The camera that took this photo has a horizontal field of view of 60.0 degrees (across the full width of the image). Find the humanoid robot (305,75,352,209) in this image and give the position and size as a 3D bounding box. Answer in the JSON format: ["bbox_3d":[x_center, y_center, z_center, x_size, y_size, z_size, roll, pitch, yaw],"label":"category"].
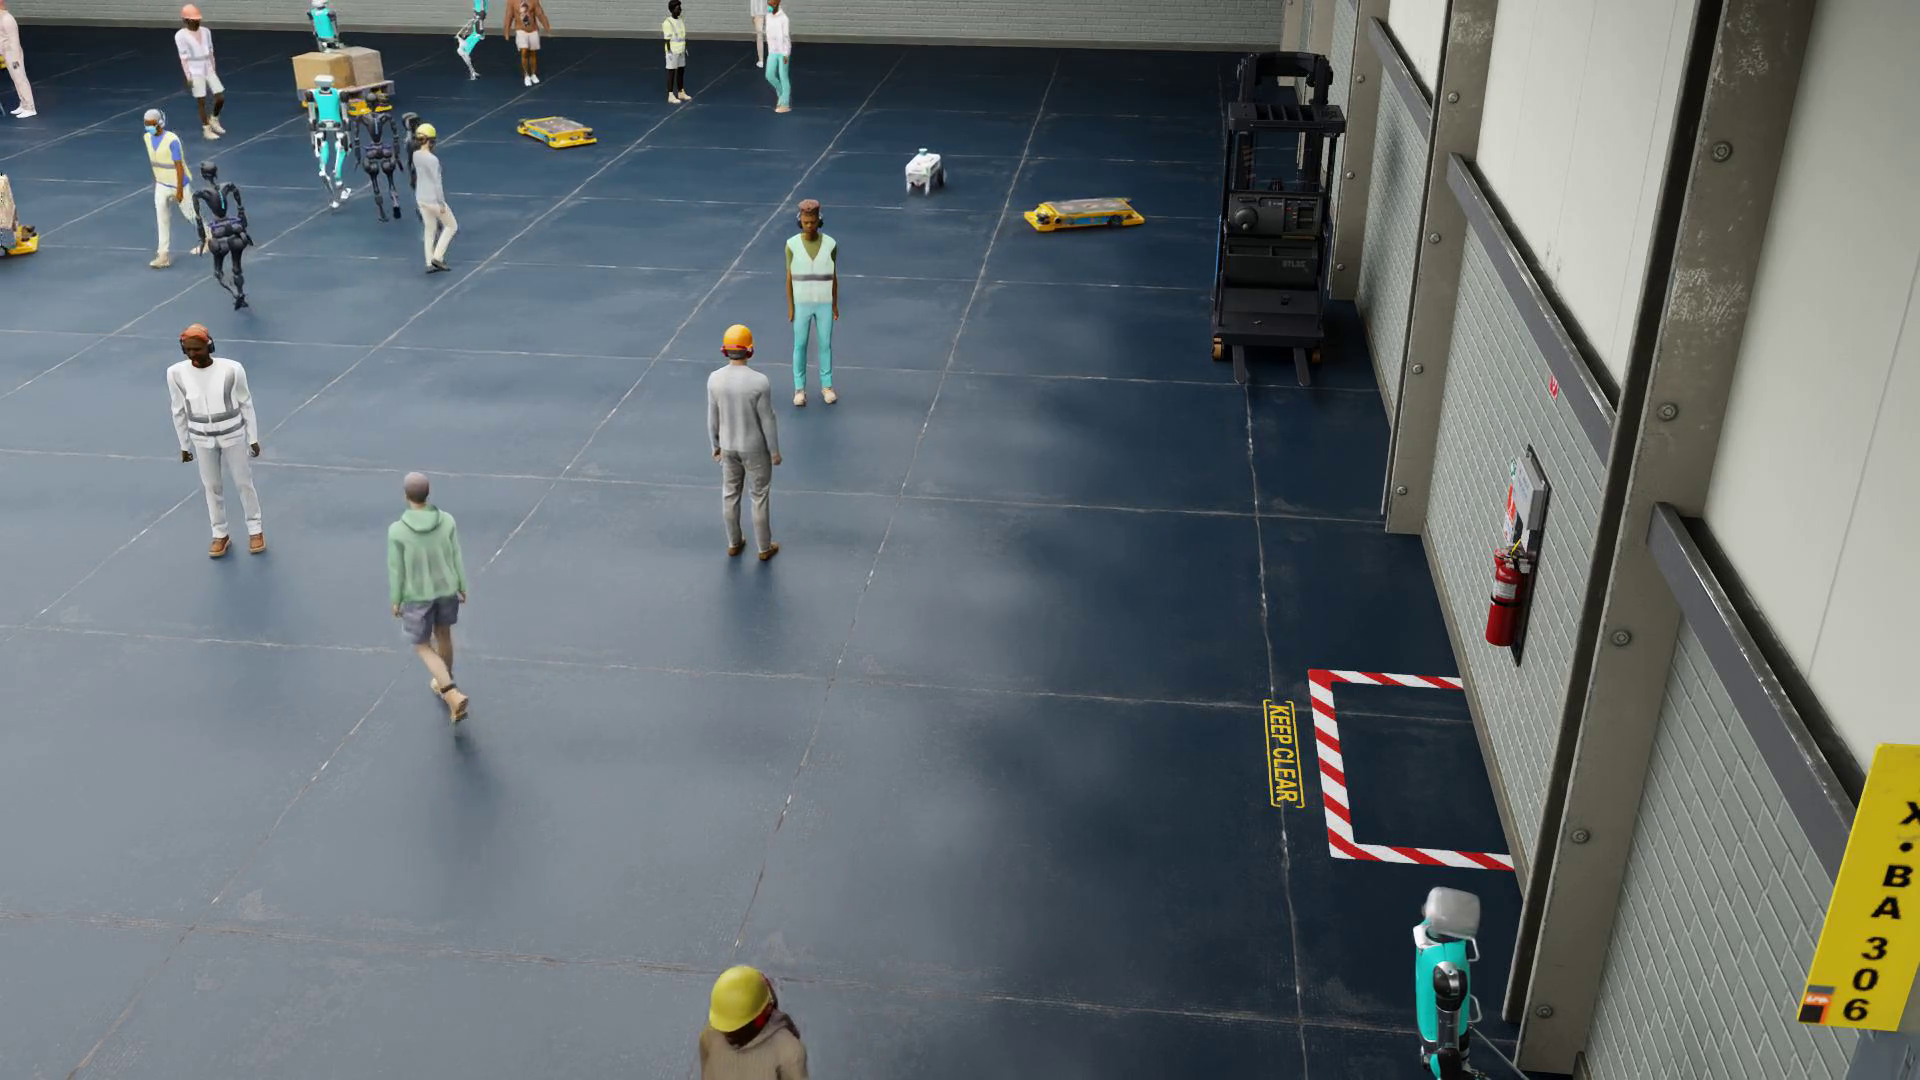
[{"bbox_3d":[-8.252,-5.178,21.846,0.563,1.737,1.021,-6,27,-12],"label":"humanoid robot"}]

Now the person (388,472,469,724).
[{"bbox_3d":[-3.403,0.380,10.753,0.484,1.715,0.705,-20,33,-34],"label":"person"}]

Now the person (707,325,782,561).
[{"bbox_3d":[-1.659,-0.741,12.815,0.569,1.889,0.389,7,28,14],"label":"person"}]

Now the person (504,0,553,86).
[{"bbox_3d":[-7.584,-8.941,29.244,0.786,1.831,0.734,-11,29,-21],"label":"person"}]

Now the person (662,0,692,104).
[{"bbox_3d":[-4.770,-8.222,27.967,0.322,1.691,0.531,13,29,24],"label":"person"}]

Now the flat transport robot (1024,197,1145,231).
[{"bbox_3d":[1.612,-4.221,21.566,1.431,0.231,0.659,-6,27,-12],"label":"flat transport robot"}]

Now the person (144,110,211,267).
[{"bbox_3d":[-9.430,-4.225,19.833,0.577,1.833,0.997,8,28,15],"label":"person"}]

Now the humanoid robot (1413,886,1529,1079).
[{"bbox_3d":[2.201,2.212,6.976,0.734,1.691,0.535,3,27,6],"label":"humanoid robot"}]

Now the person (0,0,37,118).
[{"bbox_3d":[-15.393,-7.832,26.953,0.406,1.904,0.637,-18,32,-32],"label":"person"}]

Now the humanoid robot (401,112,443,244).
[{"bbox_3d":[-6.616,-4.435,20.418,0.343,1.645,0.612,-20,33,-34],"label":"humanoid robot"}]

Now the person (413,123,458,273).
[{"bbox_3d":[-6.163,-3.973,19.429,0.545,1.736,0.409,22,34,36],"label":"person"}]

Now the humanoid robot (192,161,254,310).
[{"bbox_3d":[-8.011,-3.328,18.212,0.487,1.639,0.589,21,34,36],"label":"humanoid robot"}]

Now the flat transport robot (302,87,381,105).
[{"bbox_3d":[-10.475,-7.610,28.330,0.659,0.231,1.431,9,28,17],"label":"flat transport robot"}]

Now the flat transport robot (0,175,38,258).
[{"bbox_3d":[-12.097,-3.607,20.339,1.431,0.231,0.659,-12,29,-22],"label":"flat transport robot"}]

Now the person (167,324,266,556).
[{"bbox_3d":[-5.740,-0.773,12.880,0.580,1.882,0.338,-6,27,-11],"label":"person"}]

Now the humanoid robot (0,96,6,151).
[{"bbox_3d":[-14.380,-6.424,24.444,0.588,1.625,0.793,-2,27,-3],"label":"humanoid robot"}]

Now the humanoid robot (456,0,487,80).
[{"bbox_3d":[-8.759,-9.120,29.753,0.794,1.803,0.547,-12,29,-22],"label":"humanoid robot"}]

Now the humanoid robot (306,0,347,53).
[{"bbox_3d":[-10.389,-8.204,27.894,0.530,1.771,0.870,10,28,19],"label":"humanoid robot"}]

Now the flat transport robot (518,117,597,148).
[{"bbox_3d":[-6.250,-6.321,25.758,0.659,0.231,1.431,-19,32,-33],"label":"flat transport robot"}]

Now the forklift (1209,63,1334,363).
[{"bbox_3d":[3.241,-3.477,17.183,1.129,2.768,1.873,3,27,6],"label":"forklift"}]

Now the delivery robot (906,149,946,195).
[{"bbox_3d":[-0.504,-5.115,23.020,0.499,0.586,0.782,6,27,12],"label":"delivery robot"}]

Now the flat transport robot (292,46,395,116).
[{"bbox_3d":[-10.195,-7.254,27.620,1.431,0.231,0.659,16,31,28],"label":"flat transport robot"}]

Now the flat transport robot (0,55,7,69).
[{"bbox_3d":[-18.265,-8.904,30.913,1.431,0.231,0.659,9,28,18],"label":"flat transport robot"}]

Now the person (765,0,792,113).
[{"bbox_3d":[-2.980,-7.970,27.233,0.511,1.897,0.431,17,31,30],"label":"person"}]

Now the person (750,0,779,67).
[{"bbox_3d":[-3.610,-9.697,30.705,0.511,1.874,0.381,-4,27,-9],"label":"person"}]

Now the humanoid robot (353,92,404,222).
[{"bbox_3d":[-7.468,-4.894,21.342,0.607,1.647,0.426,-15,30,-27],"label":"humanoid robot"}]

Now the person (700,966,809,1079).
[{"bbox_3d":[-0.793,2.388,6.749,0.540,1.724,0.868,7,28,14],"label":"person"}]

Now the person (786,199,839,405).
[{"bbox_3d":[-1.387,-2.253,15.733,0.483,1.977,0.403,-5,27,-9],"label":"person"}]

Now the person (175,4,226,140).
[{"bbox_3d":[-11.586,-7.139,25.428,0.451,2.028,0.607,17,31,30],"label":"person"}]
